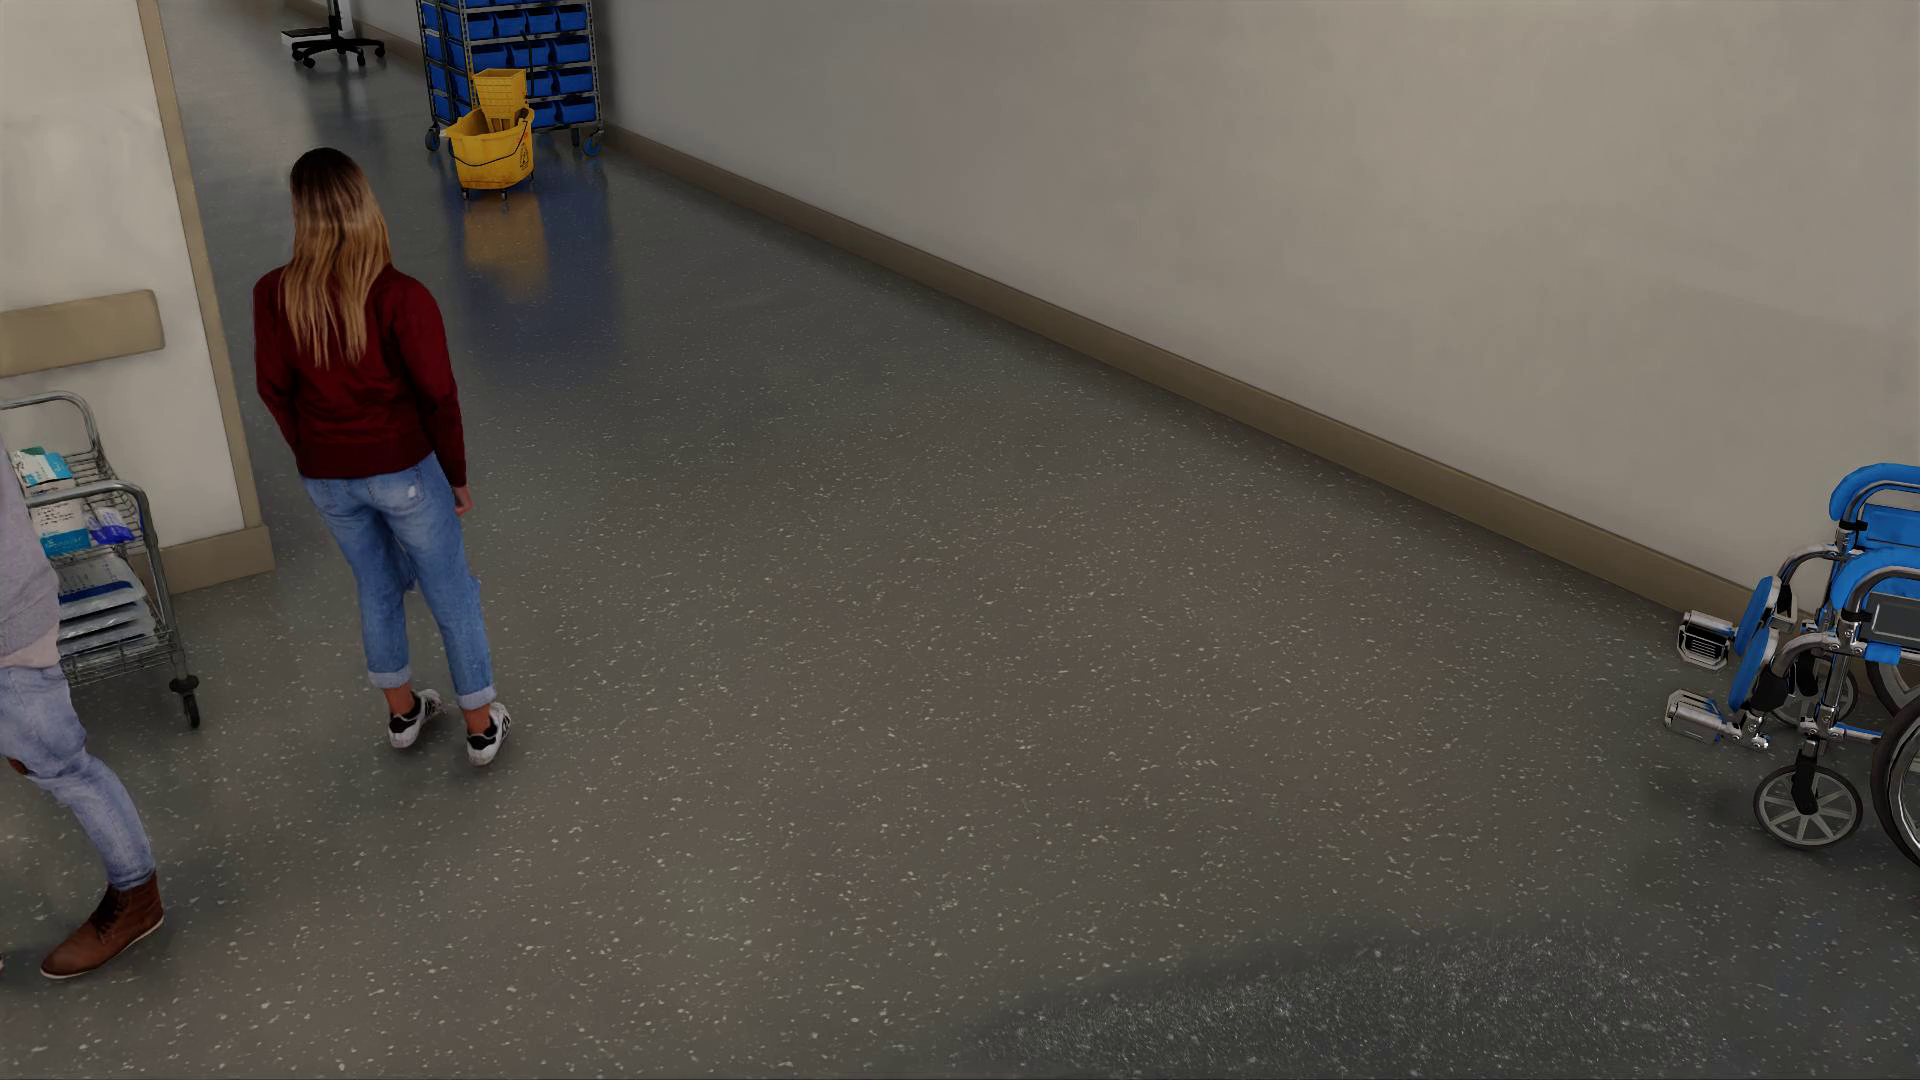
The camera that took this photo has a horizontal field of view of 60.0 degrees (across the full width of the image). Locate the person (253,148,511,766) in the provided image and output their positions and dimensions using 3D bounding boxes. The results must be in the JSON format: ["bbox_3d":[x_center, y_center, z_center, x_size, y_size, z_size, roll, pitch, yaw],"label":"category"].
[{"bbox_3d":[-1.497,-0.136,4.169,0.711,1.606,0.802,3,26,5],"label":"person"}]

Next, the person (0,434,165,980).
[{"bbox_3d":[-1.954,0.104,3.437,0.865,1.809,0.765,-23,34,-39],"label":"person"}]
